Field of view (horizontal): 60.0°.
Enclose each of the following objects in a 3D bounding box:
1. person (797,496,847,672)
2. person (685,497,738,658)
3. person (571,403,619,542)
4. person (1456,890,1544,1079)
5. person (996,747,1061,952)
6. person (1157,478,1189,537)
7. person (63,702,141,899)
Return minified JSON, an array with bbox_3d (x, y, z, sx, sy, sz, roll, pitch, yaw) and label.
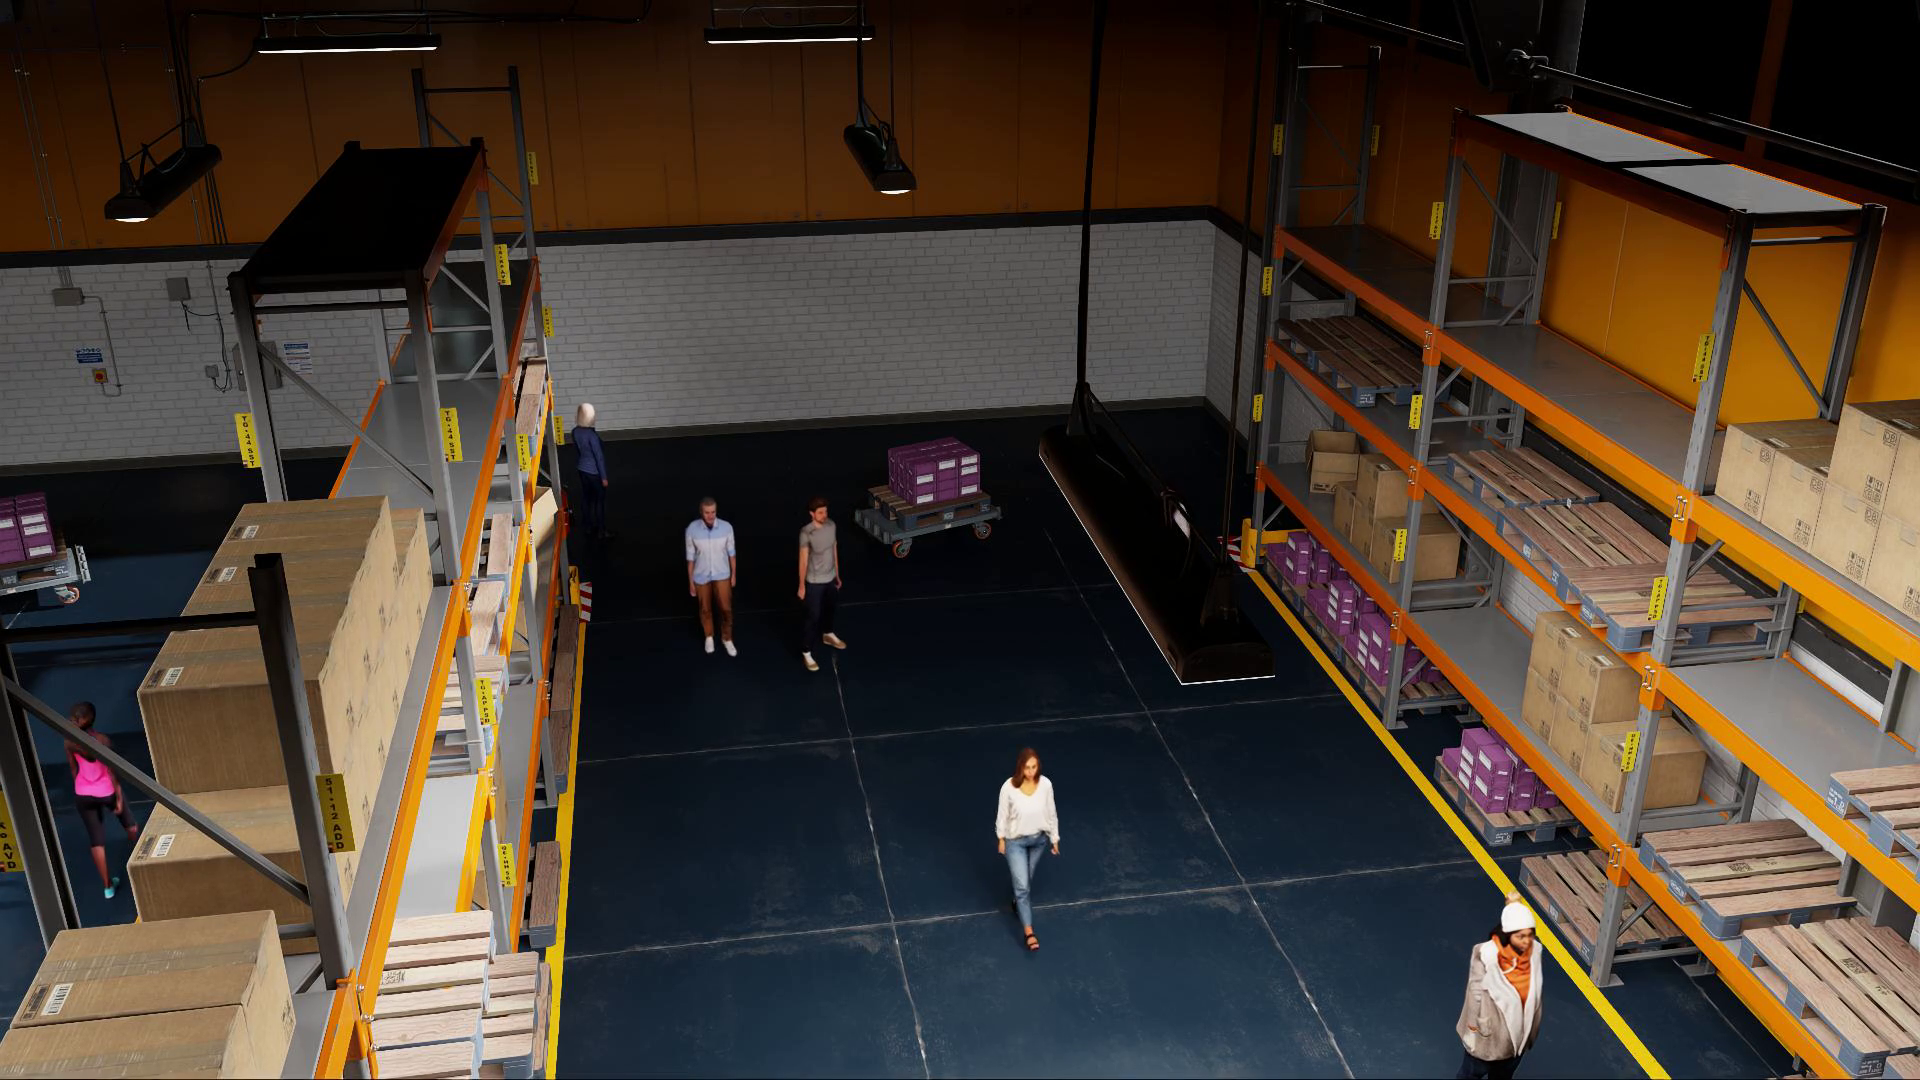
[{"bbox_3d":[-1.492,0.411,17.409,0.963,1.875,0.937,20,31,38],"label":"person"},{"bbox_3d":[-2.652,0.336,17.664,0.686,1.808,0.651,-4,24,-8],"label":"person"},{"bbox_3d":[-4.541,-0.850,20.457,0.711,1.745,0.786,18,29,35],"label":"person"},{"bbox_3d":[3.589,3.170,11.078,0.721,1.890,0.707,-8,25,-18],"label":"person"},{"bbox_3d":[0.502,2.345,13.256,0.717,1.657,1.001,-7,25,-16],"label":"person"},{"bbox_3d":[2.329,0.058,18.560,0.918,1.600,1.131,6,24,13],"label":"person"},{"bbox_3d":[-7.096,2.158,13.641,0.548,1.692,0.944,-5,24,-11],"label":"person"}]
